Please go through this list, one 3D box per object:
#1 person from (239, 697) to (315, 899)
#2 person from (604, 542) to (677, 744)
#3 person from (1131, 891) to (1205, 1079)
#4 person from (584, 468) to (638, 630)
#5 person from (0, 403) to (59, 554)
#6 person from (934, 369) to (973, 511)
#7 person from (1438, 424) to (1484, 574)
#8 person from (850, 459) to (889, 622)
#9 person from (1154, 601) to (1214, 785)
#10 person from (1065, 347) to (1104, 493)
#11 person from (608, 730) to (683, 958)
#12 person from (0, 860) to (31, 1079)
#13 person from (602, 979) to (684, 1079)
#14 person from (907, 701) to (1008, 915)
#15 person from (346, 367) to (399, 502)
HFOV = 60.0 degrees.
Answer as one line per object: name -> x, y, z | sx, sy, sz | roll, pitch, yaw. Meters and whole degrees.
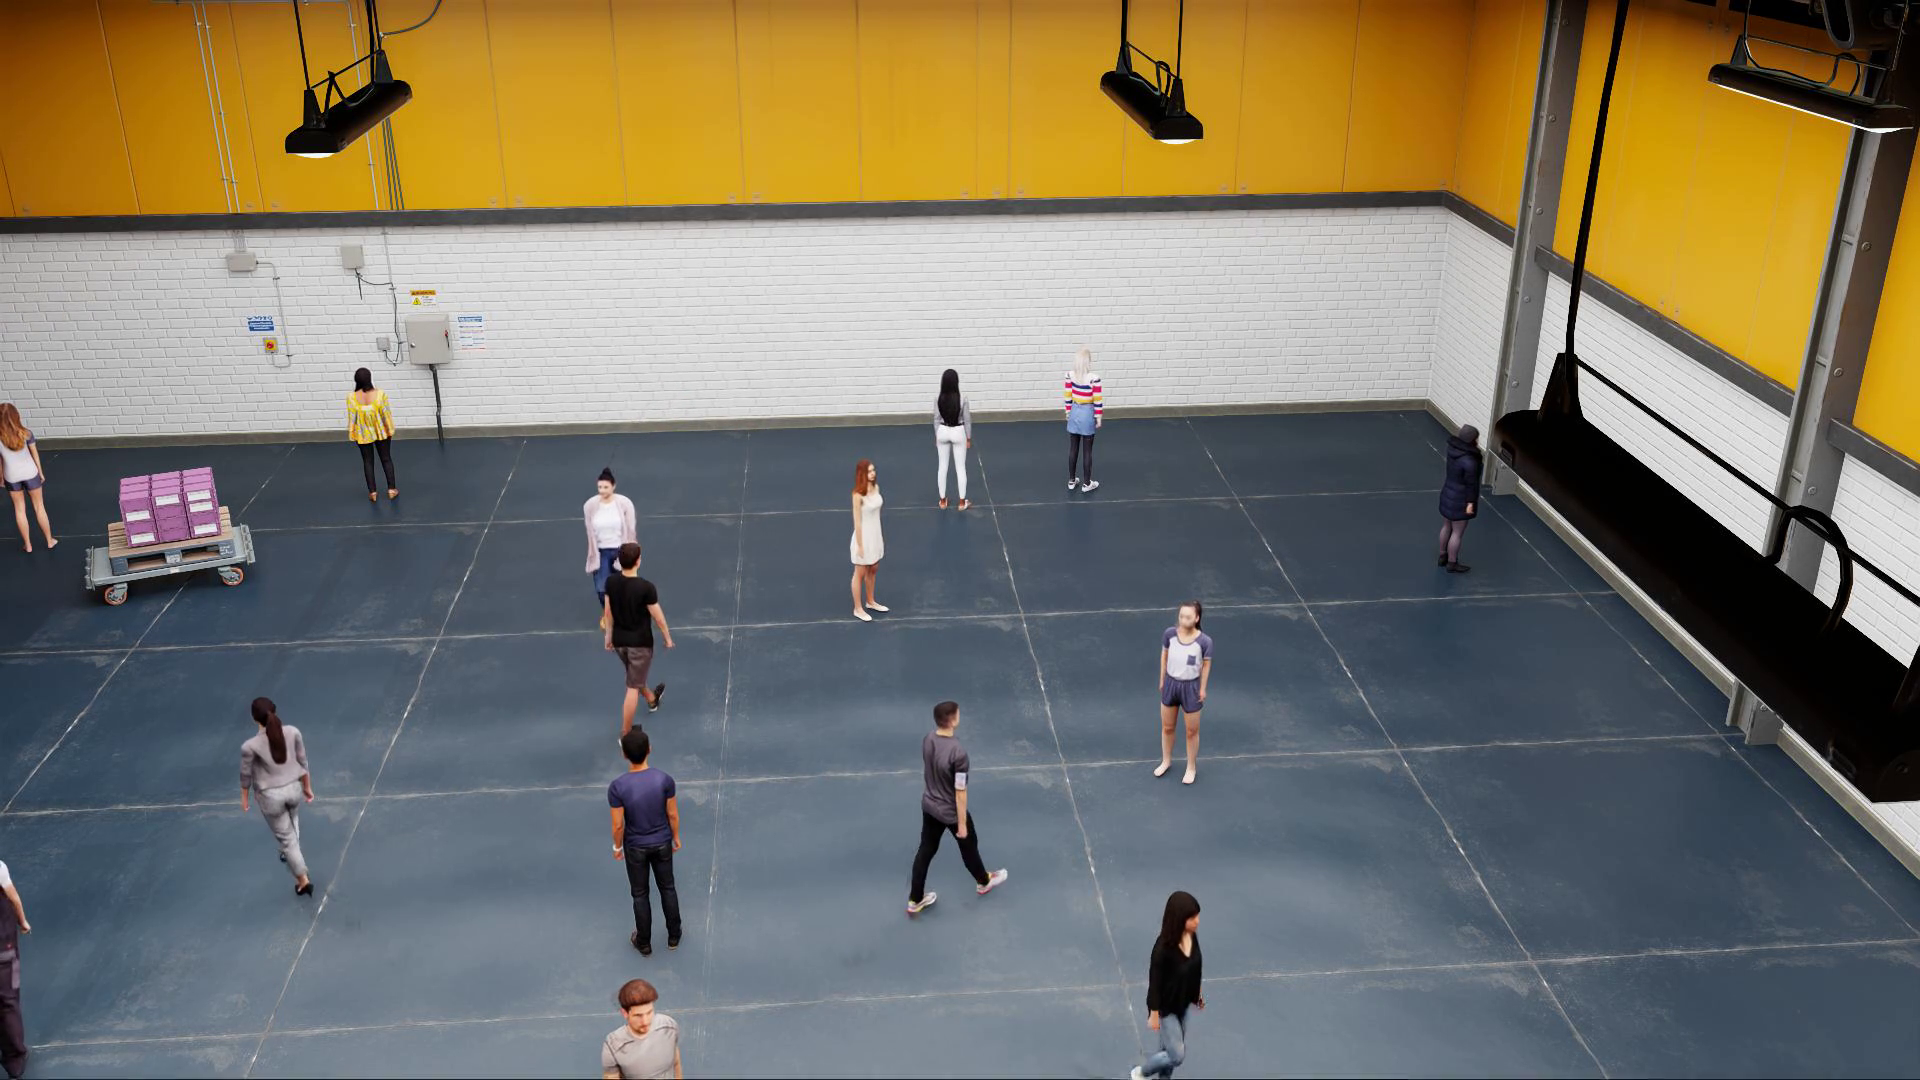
person -> -5.075, 1.983, 12.518 | 1.024, 1.650, 0.947 | 20, 30, 38
person -> -2.942, 0.941, 14.683 | 1.029, 1.826, 1.233 | 9, 25, 20
person -> 1.276, 2.877, 10.494 | 0.774, 1.634, 0.712 | 16, 29, 33
person -> -3.479, 0.062, 16.812 | 0.689, 1.731, 0.682 | -1, 24, -2
person -> -10.473, -0.701, 18.560 | 0.668, 1.728, 0.657 | -11, 26, -23
person -> -0.096, -1.197, 19.702 | 0.652, 1.723, 0.619 | 5, 24, 12
person -> 5.428, -0.467, 18.090 | 0.752, 1.674, 0.608 | -5, 24, -12
person -> -0.956, -0.026, 17.036 | 0.707, 1.712, 0.636 | 16, 28, 32
person -> 1.894, 1.276, 14.139 | 0.680, 1.648, 0.700 | 12, 26, 25
person -> 1.487, -1.481, 20.244 | 0.720, 1.809, 0.736 | 14, 27, 29
person -> -2.238, 2.174, 11.913 | 0.701, 1.784, 0.630 | -9, 25, -20
person -> -6.305, 2.667, 10.744 | 0.883, 1.817, 1.138 | -10, 26, -22
person -> -1.753, 3.241, 9.336 | 0.735, 1.893, 0.739 | -17, 29, -34
person -> -0.171, 2.024, 12.333 | 1.100, 1.723, 1.122 | -18, 30, -36
person -> -7.052, -1.270, 19.954 | 0.782, 1.655, 0.820 | -7, 25, -16
